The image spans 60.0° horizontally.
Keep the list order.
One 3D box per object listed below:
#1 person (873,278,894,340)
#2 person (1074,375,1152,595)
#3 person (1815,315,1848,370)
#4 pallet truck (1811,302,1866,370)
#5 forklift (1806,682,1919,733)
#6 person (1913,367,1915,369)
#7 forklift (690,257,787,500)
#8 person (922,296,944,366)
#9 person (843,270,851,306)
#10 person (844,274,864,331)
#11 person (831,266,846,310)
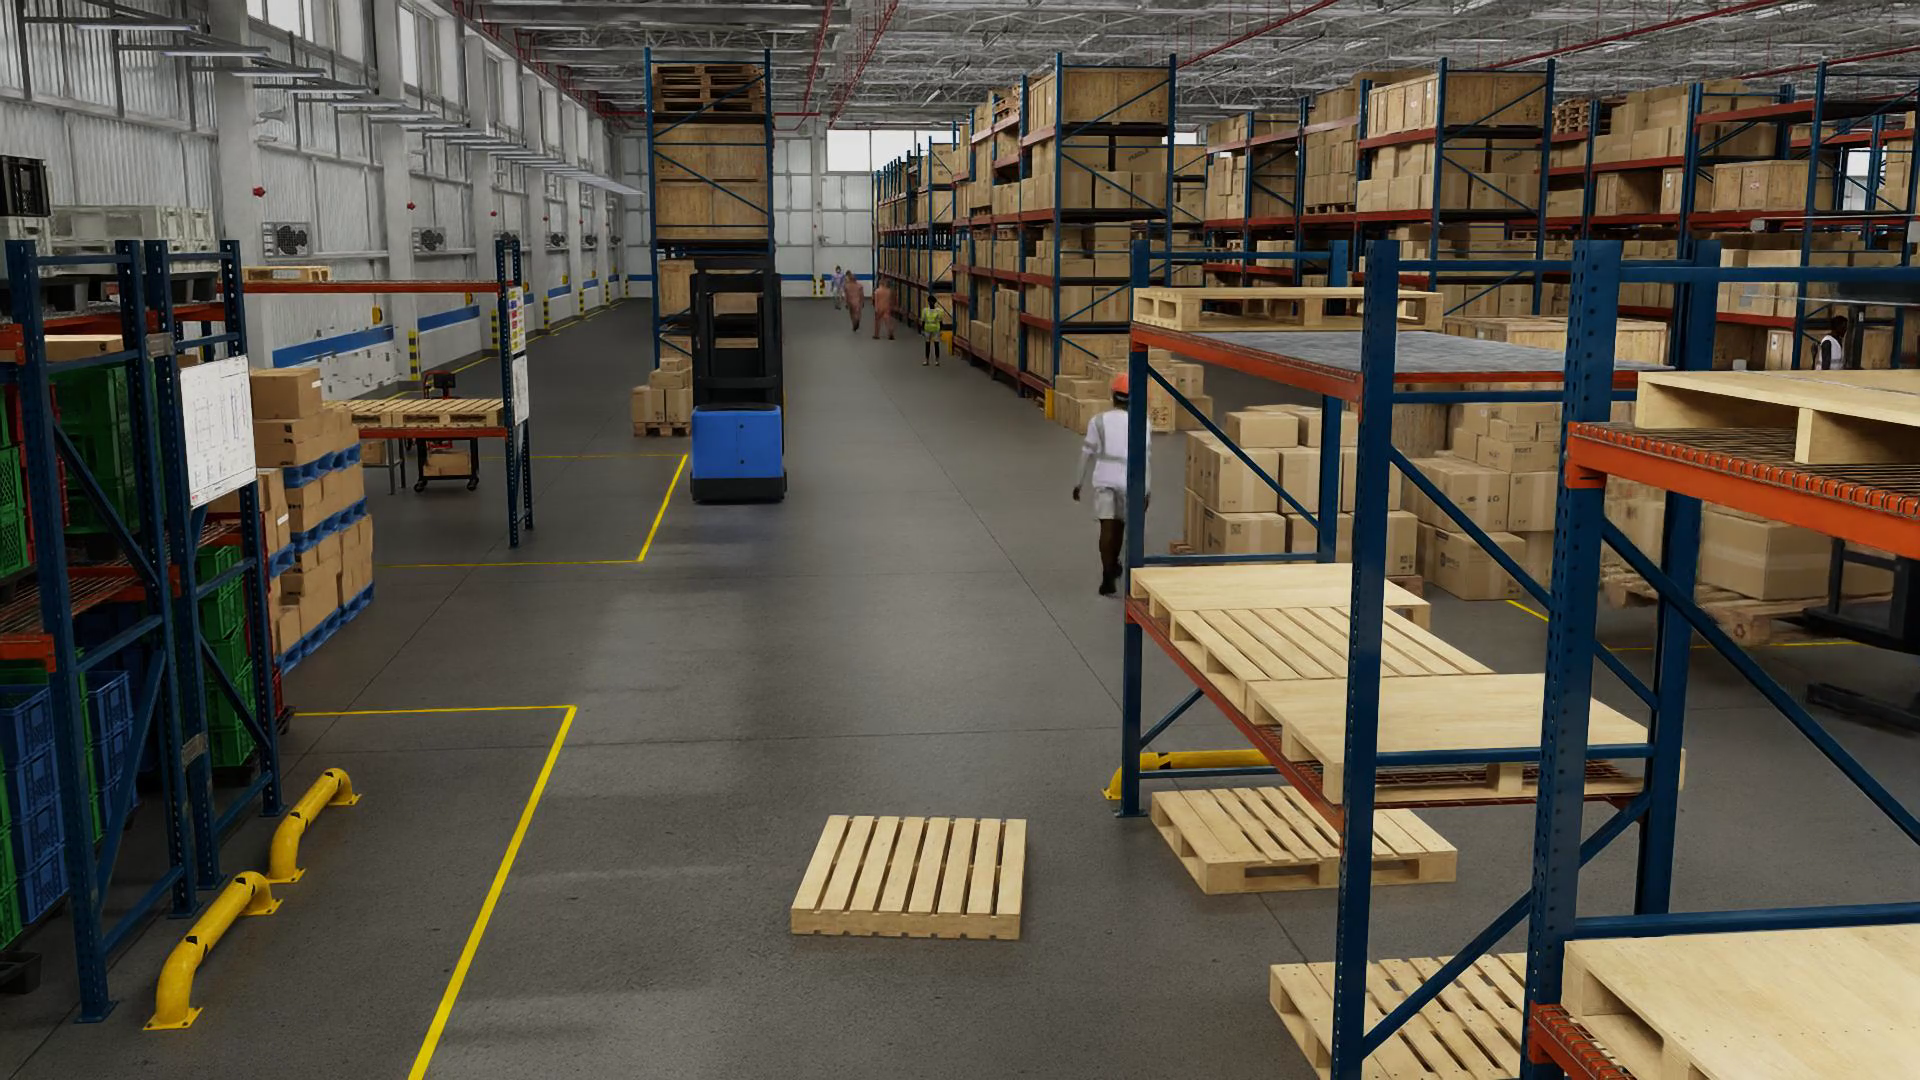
[{"bbox_3d":[-2.335,-7.048,50.801,0.652,1.870,0.924,-7,12,-34],"label":"person"},{"bbox_3d":[1.326,-0.488,14.455,0.664,1.871,1.017,1,10,7],"label":"person"},{"bbox_3d":[13.102,-2.424,25.065,0.397,1.911,0.587,10,14,43],"label":"person"},{"bbox_3d":[15.846,-3.142,28.793,1.885,1.965,0.823,2,10,12],"label":"pallet truck"},{"bbox_3d":[6.341,-0.175,9.903,1.129,2.768,1.873,-3,11,-18],"label":"forklift"},{"bbox_3d":[11.118,-1.230,19.252,0.824,1.600,0.543,-3,11,-17],"label":"person"},{"bbox_3d":[-2.653,-1.959,19.791,1.129,2.768,1.873,-1,10,-6],"label":"forklift"},{"bbox_3d":[-0.666,-5.070,40.305,0.536,1.696,0.322,2,10,12],"label":"person"},{"bbox_3d":[-5.195,-11.671,77.041,0.514,1.640,0.310,-9,14,-42],"label":"person"},{"bbox_3d":[-3.543,-7.948,55.732,0.667,1.884,0.538,0,10,-1],"label":"person"},{"bbox_3d":[-5.263,-10.963,72.377,0.654,1.895,0.956,-2,10,-9],"label":"person"}]
